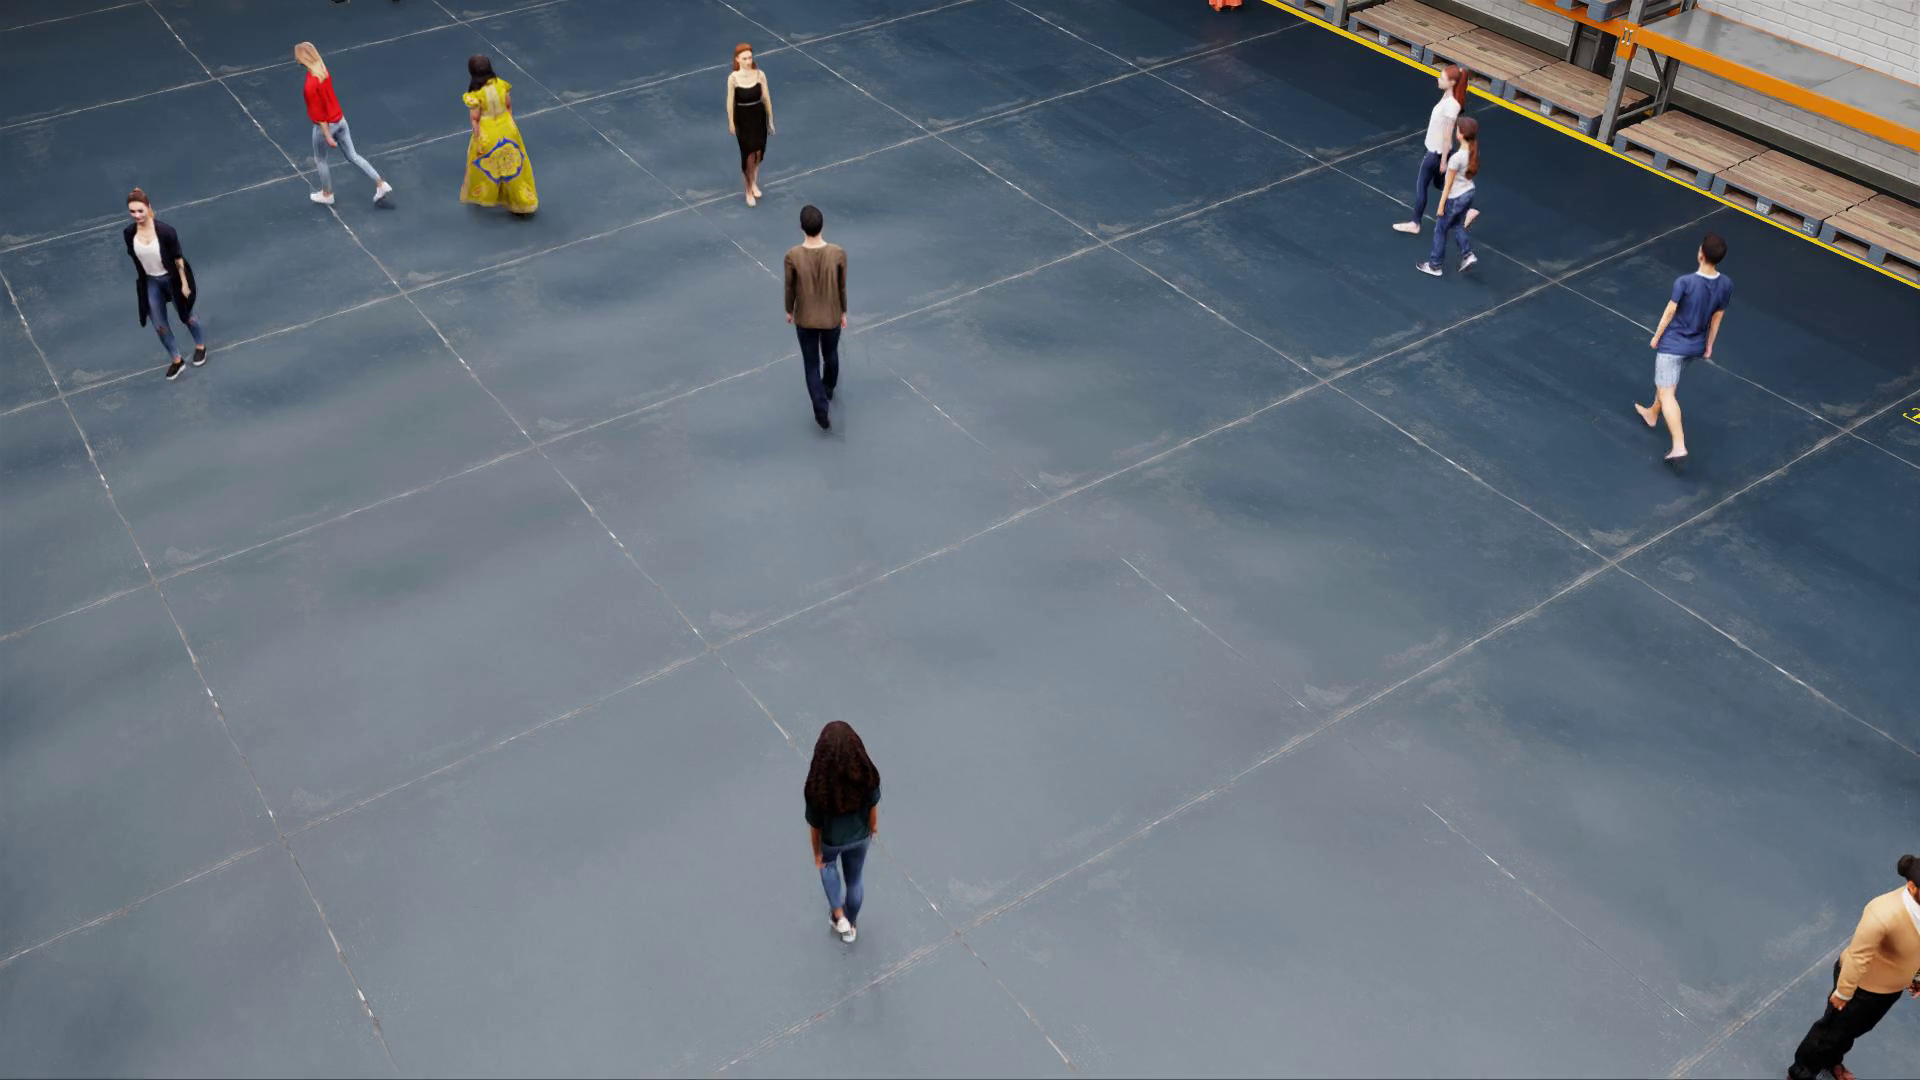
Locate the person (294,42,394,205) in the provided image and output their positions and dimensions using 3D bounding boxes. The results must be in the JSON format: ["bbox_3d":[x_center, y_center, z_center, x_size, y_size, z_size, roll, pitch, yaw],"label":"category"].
[{"bbox_3d":[-6.101,-4.044,16.319,1.147,1.674,1.081,7,39,8],"label":"person"}]

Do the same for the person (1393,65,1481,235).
[{"bbox_3d":[4.663,-3.672,15.819,1.080,1.716,0.915,13,40,16],"label":"person"}]

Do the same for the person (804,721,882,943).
[{"bbox_3d":[-0.629,1.681,9.206,0.690,1.604,0.729,-9,39,-11],"label":"person"}]

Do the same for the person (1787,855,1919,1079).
[{"bbox_3d":[4.621,2.206,8.429,0.711,1.755,0.679,-15,41,-18],"label":"person"}]

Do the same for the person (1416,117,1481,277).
[{"bbox_3d":[4.613,-3.135,15.277,0.559,1.554,0.738,-30,47,-32],"label":"person"}]

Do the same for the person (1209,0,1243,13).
[{"bbox_3d":[3.331,-7.421,20.445,0.723,1.803,0.747,-2,39,-2],"label":"person"}]

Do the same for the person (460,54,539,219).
[{"bbox_3d":[-4.464,-3.876,16.141,1.082,1.633,0.889,31,48,33],"label":"person"}]

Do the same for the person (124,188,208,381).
[{"bbox_3d":[-6.668,-2.217,14.039,0.825,1.665,0.900,-1,39,-1],"label":"person"}]

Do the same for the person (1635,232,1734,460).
[{"bbox_3d":[5.680,-1.476,12.990,0.934,1.816,1.217,-7,39,-8],"label":"person"}]

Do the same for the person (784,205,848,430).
[{"bbox_3d":[-1.141,-1.746,13.292,0.911,1.860,1.130,-7,39,-9],"label":"person"}]

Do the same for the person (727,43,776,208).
[{"bbox_3d":[-2.109,-4.180,16.540,0.612,1.611,0.705,-18,42,-21],"label":"person"}]
